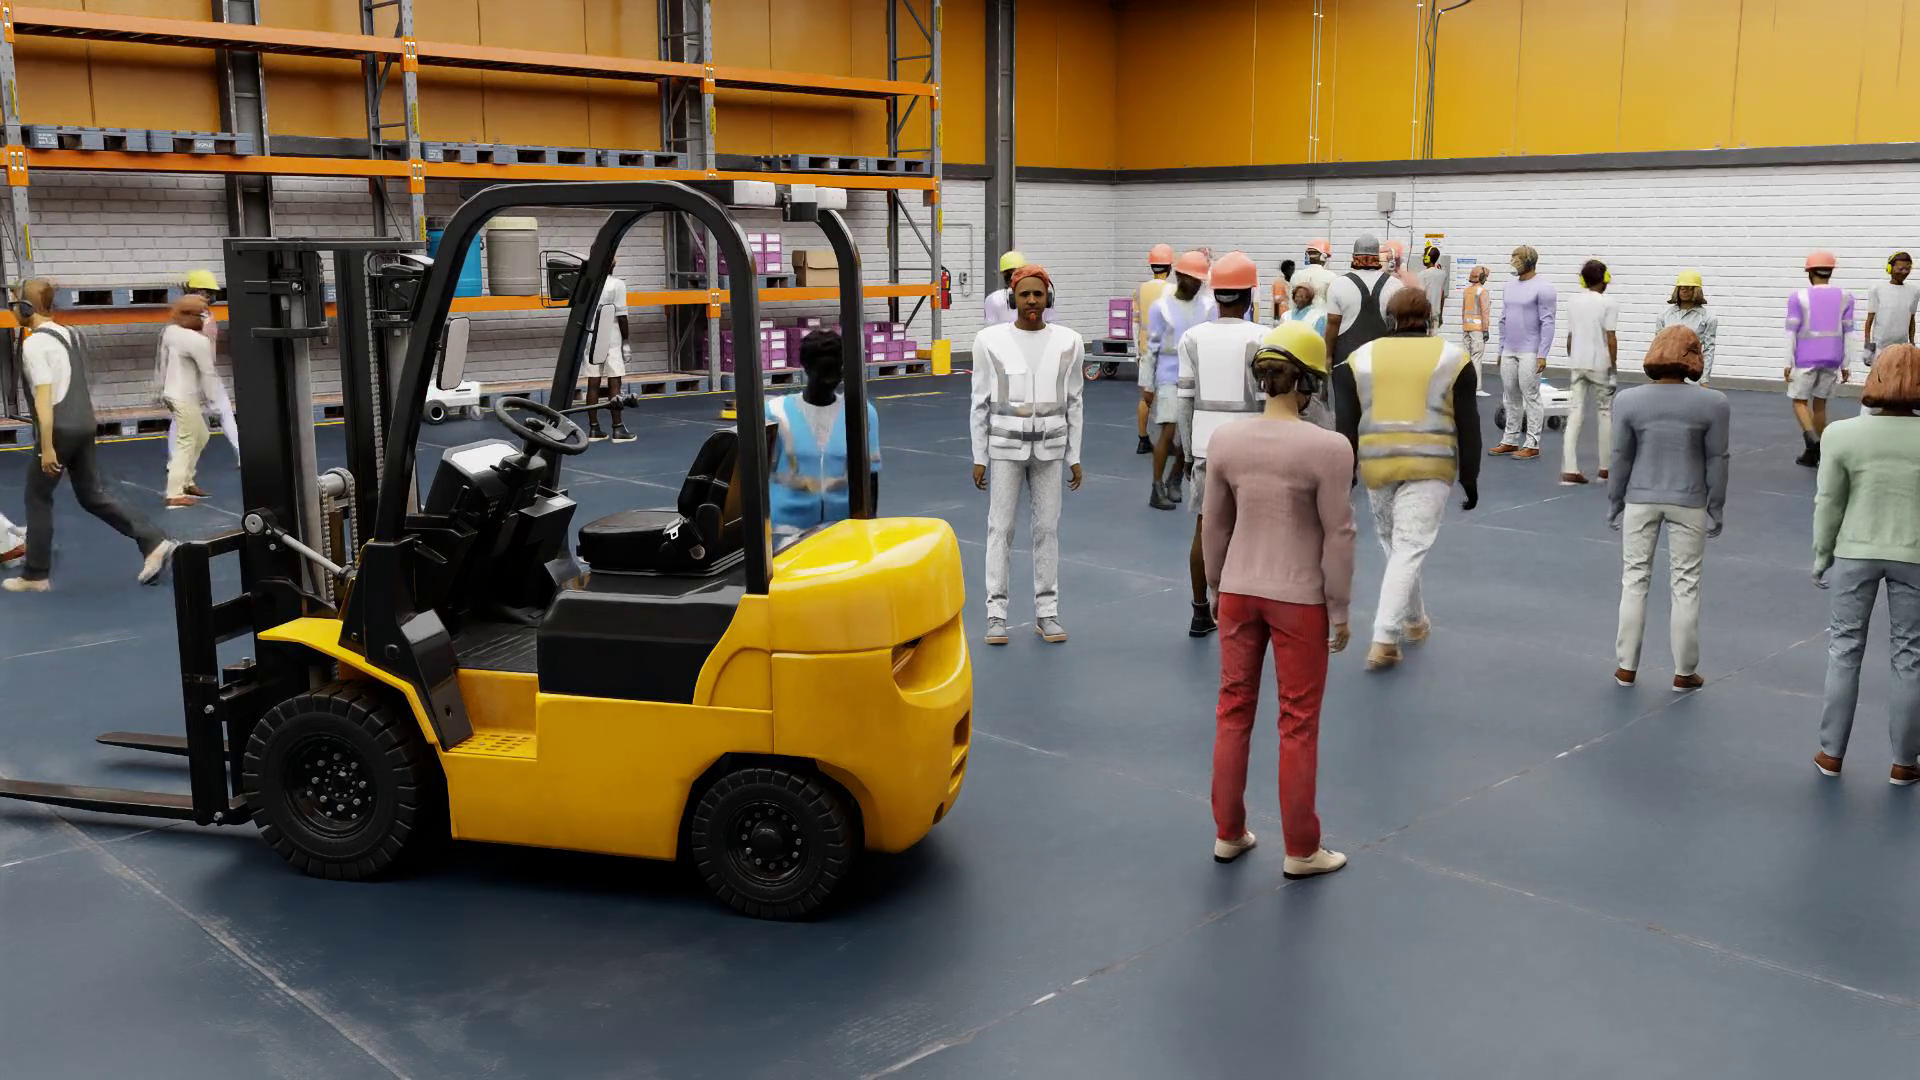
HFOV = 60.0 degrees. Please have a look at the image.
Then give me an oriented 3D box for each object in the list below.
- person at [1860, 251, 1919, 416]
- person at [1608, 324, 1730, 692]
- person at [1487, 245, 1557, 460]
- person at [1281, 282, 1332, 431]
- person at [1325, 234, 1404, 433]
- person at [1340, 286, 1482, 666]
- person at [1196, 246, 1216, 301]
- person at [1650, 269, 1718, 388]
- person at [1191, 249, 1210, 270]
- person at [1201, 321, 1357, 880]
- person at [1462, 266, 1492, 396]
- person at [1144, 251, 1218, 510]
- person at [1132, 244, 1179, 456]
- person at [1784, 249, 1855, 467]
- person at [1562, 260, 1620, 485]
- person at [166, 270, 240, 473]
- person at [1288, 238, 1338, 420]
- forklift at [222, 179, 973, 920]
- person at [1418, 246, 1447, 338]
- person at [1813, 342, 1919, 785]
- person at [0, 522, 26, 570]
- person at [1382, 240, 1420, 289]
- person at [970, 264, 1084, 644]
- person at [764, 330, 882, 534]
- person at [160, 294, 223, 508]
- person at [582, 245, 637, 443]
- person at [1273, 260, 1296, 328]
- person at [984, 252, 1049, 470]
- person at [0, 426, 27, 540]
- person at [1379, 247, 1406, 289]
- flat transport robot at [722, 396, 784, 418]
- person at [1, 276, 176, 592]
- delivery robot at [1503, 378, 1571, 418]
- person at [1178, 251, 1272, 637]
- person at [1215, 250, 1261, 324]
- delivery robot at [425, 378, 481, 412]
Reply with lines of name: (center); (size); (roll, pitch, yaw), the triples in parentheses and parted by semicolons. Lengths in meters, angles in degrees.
person: (9.082, -1.864, 16.211); (0.540, 1.867, 0.377); (0, 10, 1)
person: (3.143, -0.140, 7.415); (0.497, 1.633, 0.279); (6, 12, 29)
person: (5.104, -1.694, 15.067); (0.362, 1.935, 0.631); (-4, 11, -21)
person: (3.242, -1.611, 15.656); (0.816, 1.628, 0.527); (-10, 14, -43)
person: (3.478, -1.632, 14.442); (0.689, 2.000, 0.538); (0, 10, -2)
person: (2.142, -0.309, 7.972); (0.635, 1.788, 0.950); (6, 12, 30)
person: (3.102, -2.904, 21.807); (0.728, 1.881, 0.650); (-7, 13, -34)
person: (5.918, -1.340, 13.658); (0.486, 1.746, 0.290); (8, 13, 36)
person: (3.536, -3.347, 24.414); (0.454, 1.816, 0.645); (0, 10, -2)
person: (1.014, 0.189, 5.289); (0.526, 1.758, 0.343); (9, 14, 40)
person: (6.501, -2.629, 20.982); (0.309, 1.638, 0.513); (-3, 11, -16)
person: (1.649, -1.191, 12.399); (0.559, 1.906, 0.614); (-3, 11, -16)
person: (1.843, -1.743, 15.314); (0.552, 1.942, 0.342); (10, 14, 43)
person: (7.430, -1.553, 14.375); (0.560, 1.913, 0.667); (2, 11, 9)
person: (5.198, -1.374, 13.636); (0.863, 1.815, 0.543); (-9, 14, -41)
person: (-6.371, -1.409, 14.104); (0.905, 1.723, 0.539); (1, 10, 8)
person: (3.905, -2.311, 18.297); (0.609, 1.986, 0.392); (9, 14, 40)
forklift: (-1.114, -0.058, 5.440); (2.313, 2.155, 1.214); (2, 11, 13)
person: (6.418, -3.082, 22.803); (0.524, 1.876, 0.325); (-6, 12, -31)
person: (3.423, 0.090, 6.157); (0.497, 1.636, 0.286); (6, 12, 31)
person: (-5.922, -0.696, 9.782); (0.974, 1.873, 0.643); (-10, 14, -43)
person: (4.724, -2.282, 18.185); (0.642, 1.963, 0.583); (8, 13, 37)
person: (0.336, -0.419, 8.264); (0.575, 1.882, 0.355); (-2, 11, -9)
person: (-0.616, -0.071, 7.024); (0.568, 1.636, 0.873); (-3, 11, -16)
person: (-5.738, -1.028, 12.385); (0.582, 1.593, 0.457); (10, 14, 43)
person: (-3.488, -1.933, 16.298); (0.603, 1.962, 0.372); (5, 11, 24)
person: (4.757, -3.177, 23.925); (0.811, 1.649, 0.517); (7, 13, 35)
person: (0.467, -1.570, 14.569); (0.611, 1.871, 1.009); (-2, 11, -13)
person: (-6.435, -0.814, 10.541); (0.596, 1.845, 0.979); (5, 12, 26)
person: (3.909, -1.744, 15.405); (0.409, 1.913, 0.646); (3, 11, 14)
flat transport robot: (-1.847, -1.466, 18.365); (1.431, 0.197, 0.652); (2, 11, 9)
person: (-5.014, -0.590, 9.438); (0.886, 1.806, 0.559); (-1, 10, -3)
delivery robot: (5.971, -1.428, 17.131); (0.707, 0.478, 0.477); (-3, 11, -16)
person: (1.351, -0.457, 8.305); (0.544, 1.942, 0.347); (6, 12, 29)
person: (3.259, -2.491, 19.658); (0.564, 1.846, 0.389); (6, 12, 29)
delivery robot: (-5.571, -1.596, 18.026); (0.707, 0.478, 0.477); (-10, 15, -41)
